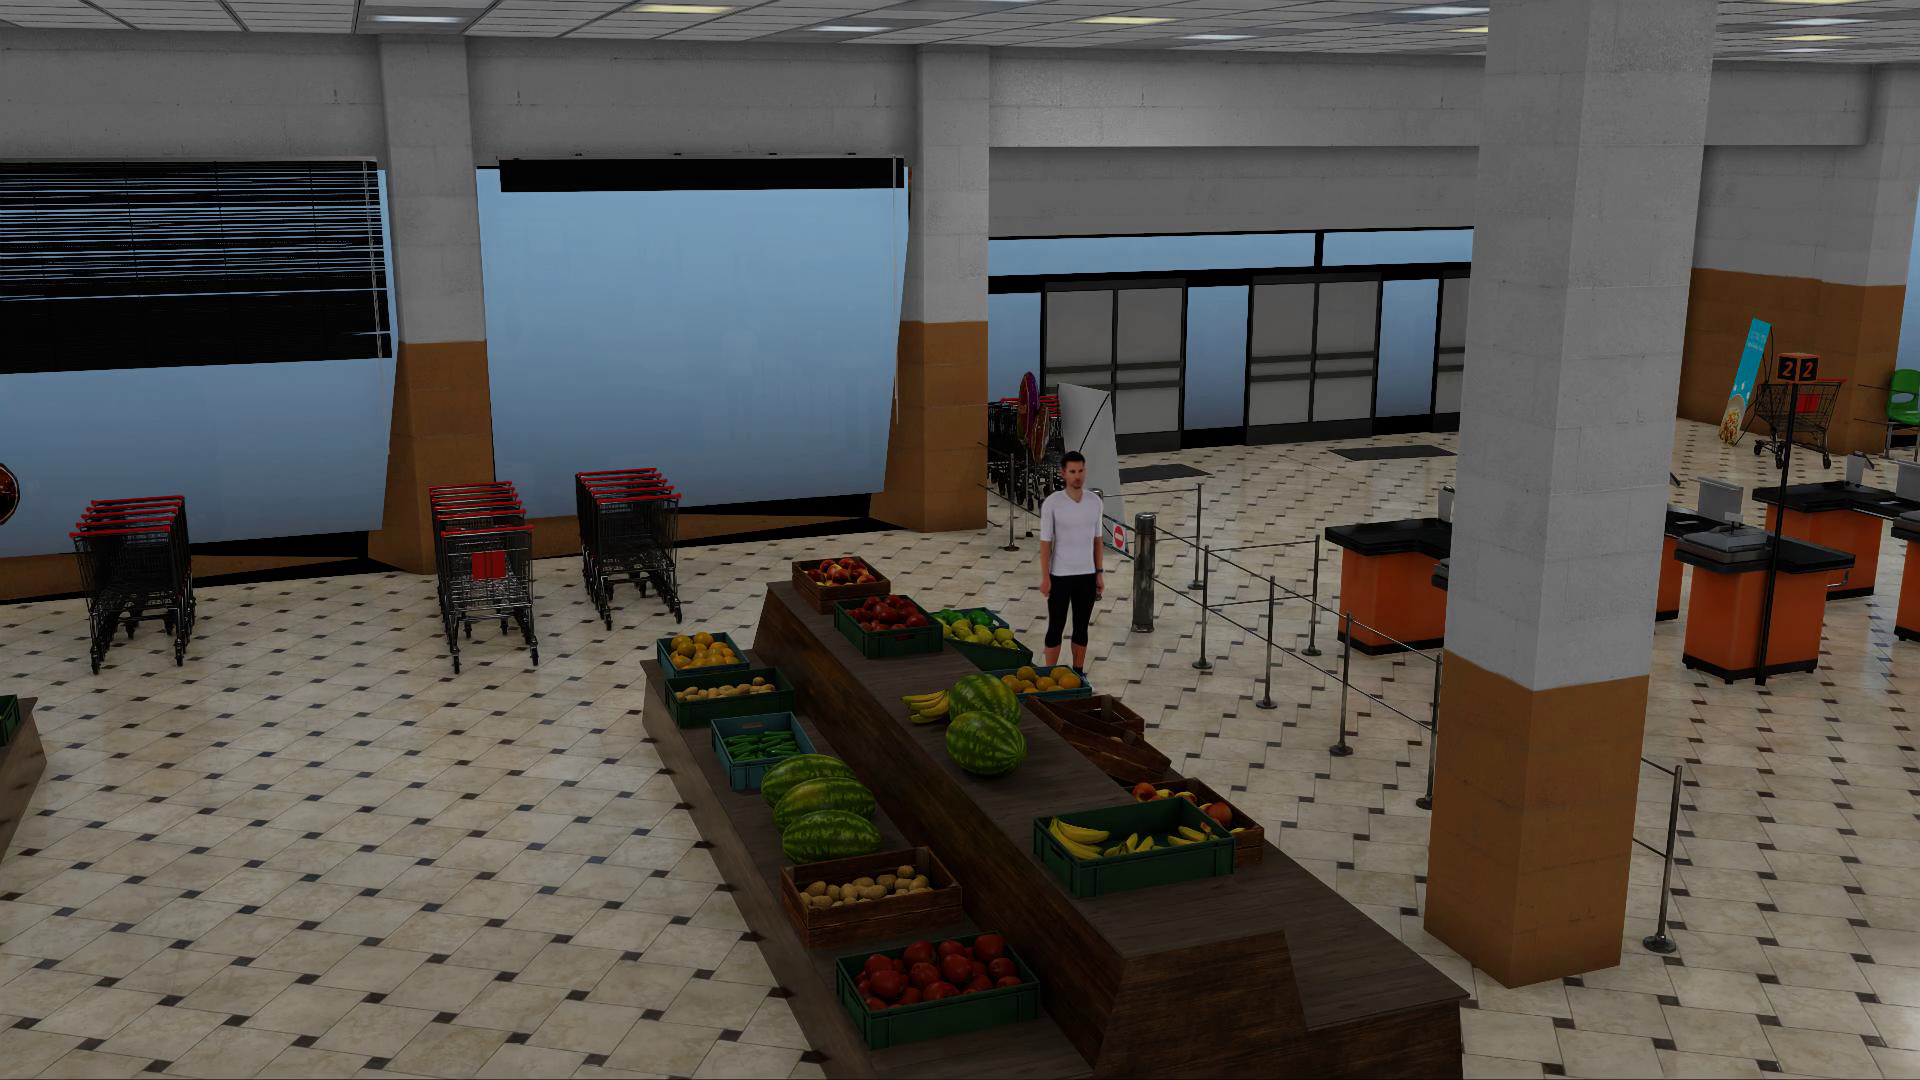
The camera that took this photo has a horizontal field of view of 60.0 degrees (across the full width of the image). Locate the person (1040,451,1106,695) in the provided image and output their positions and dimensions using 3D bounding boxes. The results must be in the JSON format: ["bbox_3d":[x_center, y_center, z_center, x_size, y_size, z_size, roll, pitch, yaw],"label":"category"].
[{"bbox_3d":[0.835,0.243,12.467,0.659,1.851,0.558,-4,14,-17],"label":"person"}]
